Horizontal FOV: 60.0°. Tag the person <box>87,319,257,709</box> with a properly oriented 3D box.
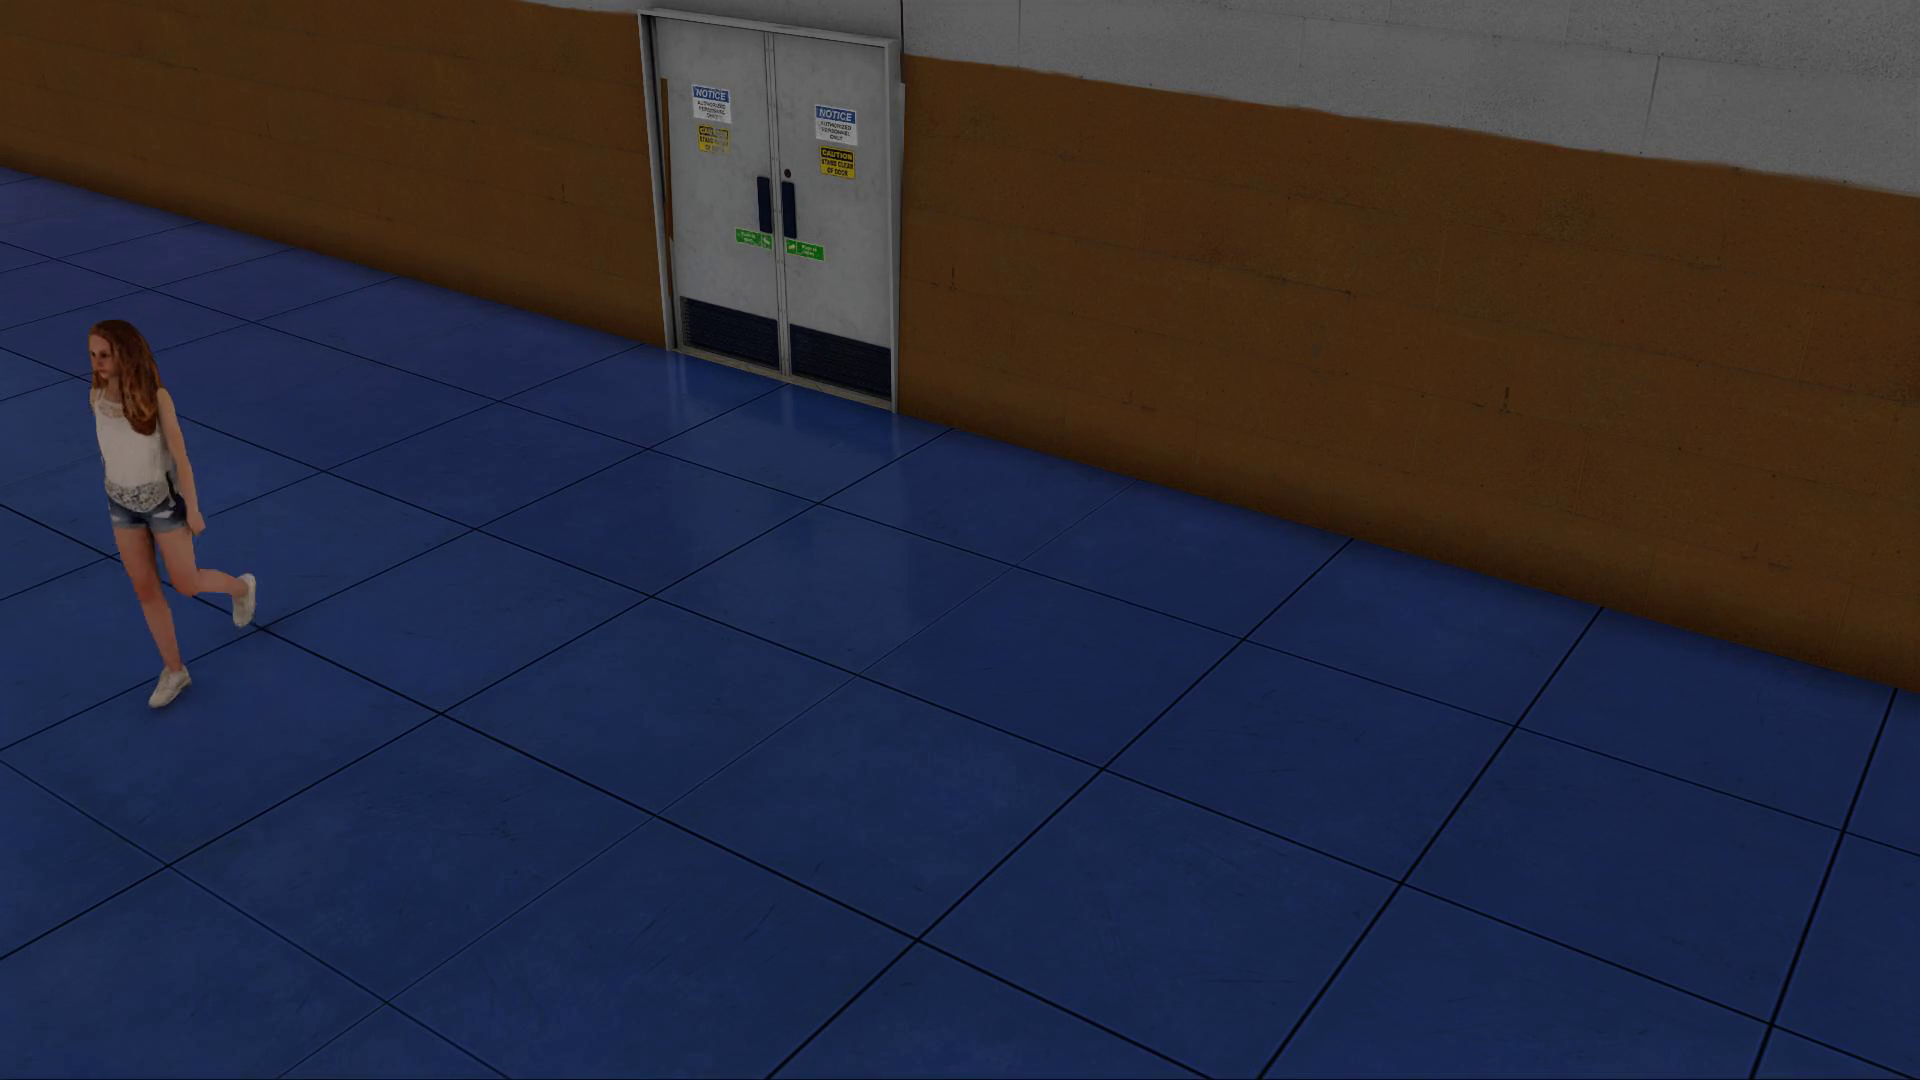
[{"bbox_3d":[-3.529,-0.159,7.397,0.817,1.741,1.067,6,28,12],"label":"person"}]
